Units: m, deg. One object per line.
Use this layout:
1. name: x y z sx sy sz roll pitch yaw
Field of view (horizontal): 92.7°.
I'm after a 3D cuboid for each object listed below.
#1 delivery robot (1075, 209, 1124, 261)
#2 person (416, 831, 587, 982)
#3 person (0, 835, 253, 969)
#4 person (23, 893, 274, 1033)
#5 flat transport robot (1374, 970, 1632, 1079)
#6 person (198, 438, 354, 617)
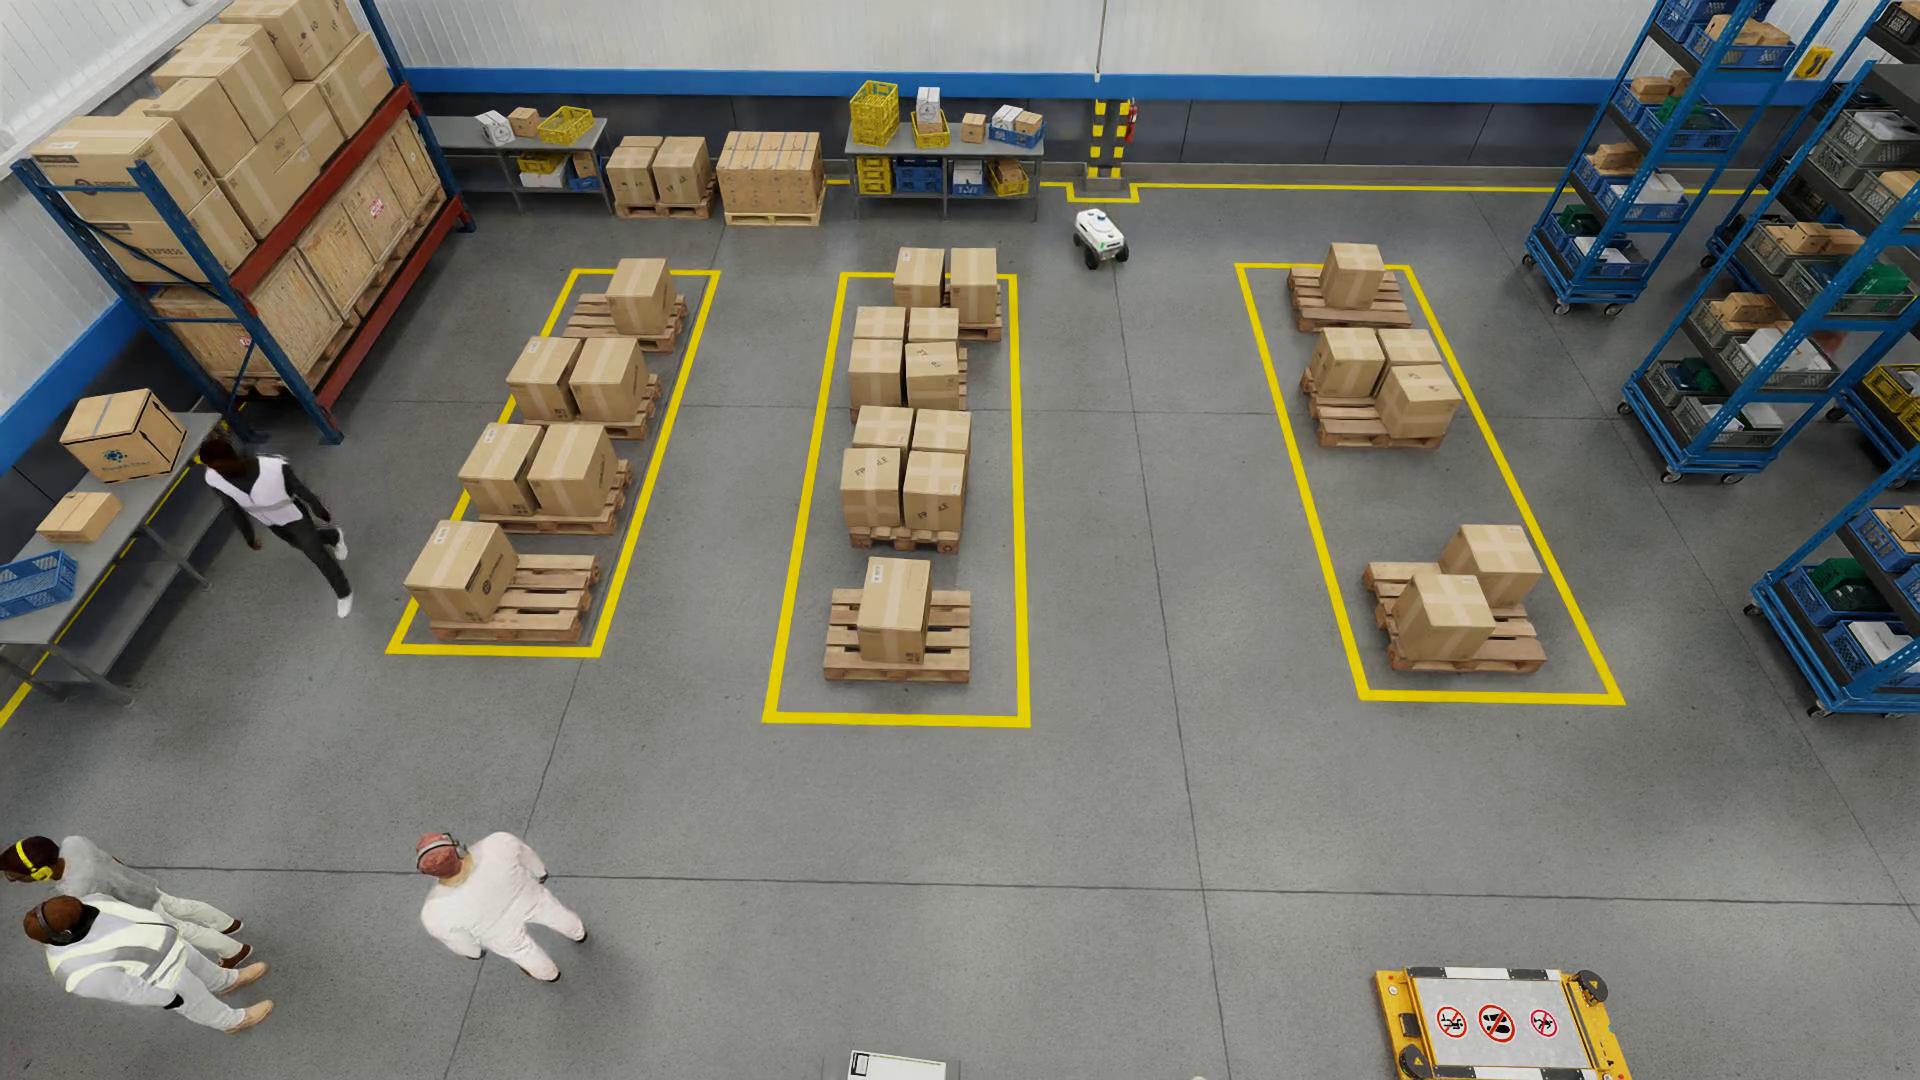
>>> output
1. delivery robot: 1.726 -3.812 11.335 0.477 0.478 0.707 -18 53 -14
2. person: -2.809 2.235 5.601 0.400 1.903 0.645 23 54 18
3. person: -5.062 2.246 5.610 0.327 1.876 0.516 -32 57 -23
4. person: -4.772 2.498 5.435 0.430 1.836 0.619 -32 57 -23
5. flat transport robot: 3.501 3.133 5.914 1.431 0.197 0.652 1 51 1
6. person: -5.614 -0.244 7.638 0.596 1.882 0.870 -6 51 -5
